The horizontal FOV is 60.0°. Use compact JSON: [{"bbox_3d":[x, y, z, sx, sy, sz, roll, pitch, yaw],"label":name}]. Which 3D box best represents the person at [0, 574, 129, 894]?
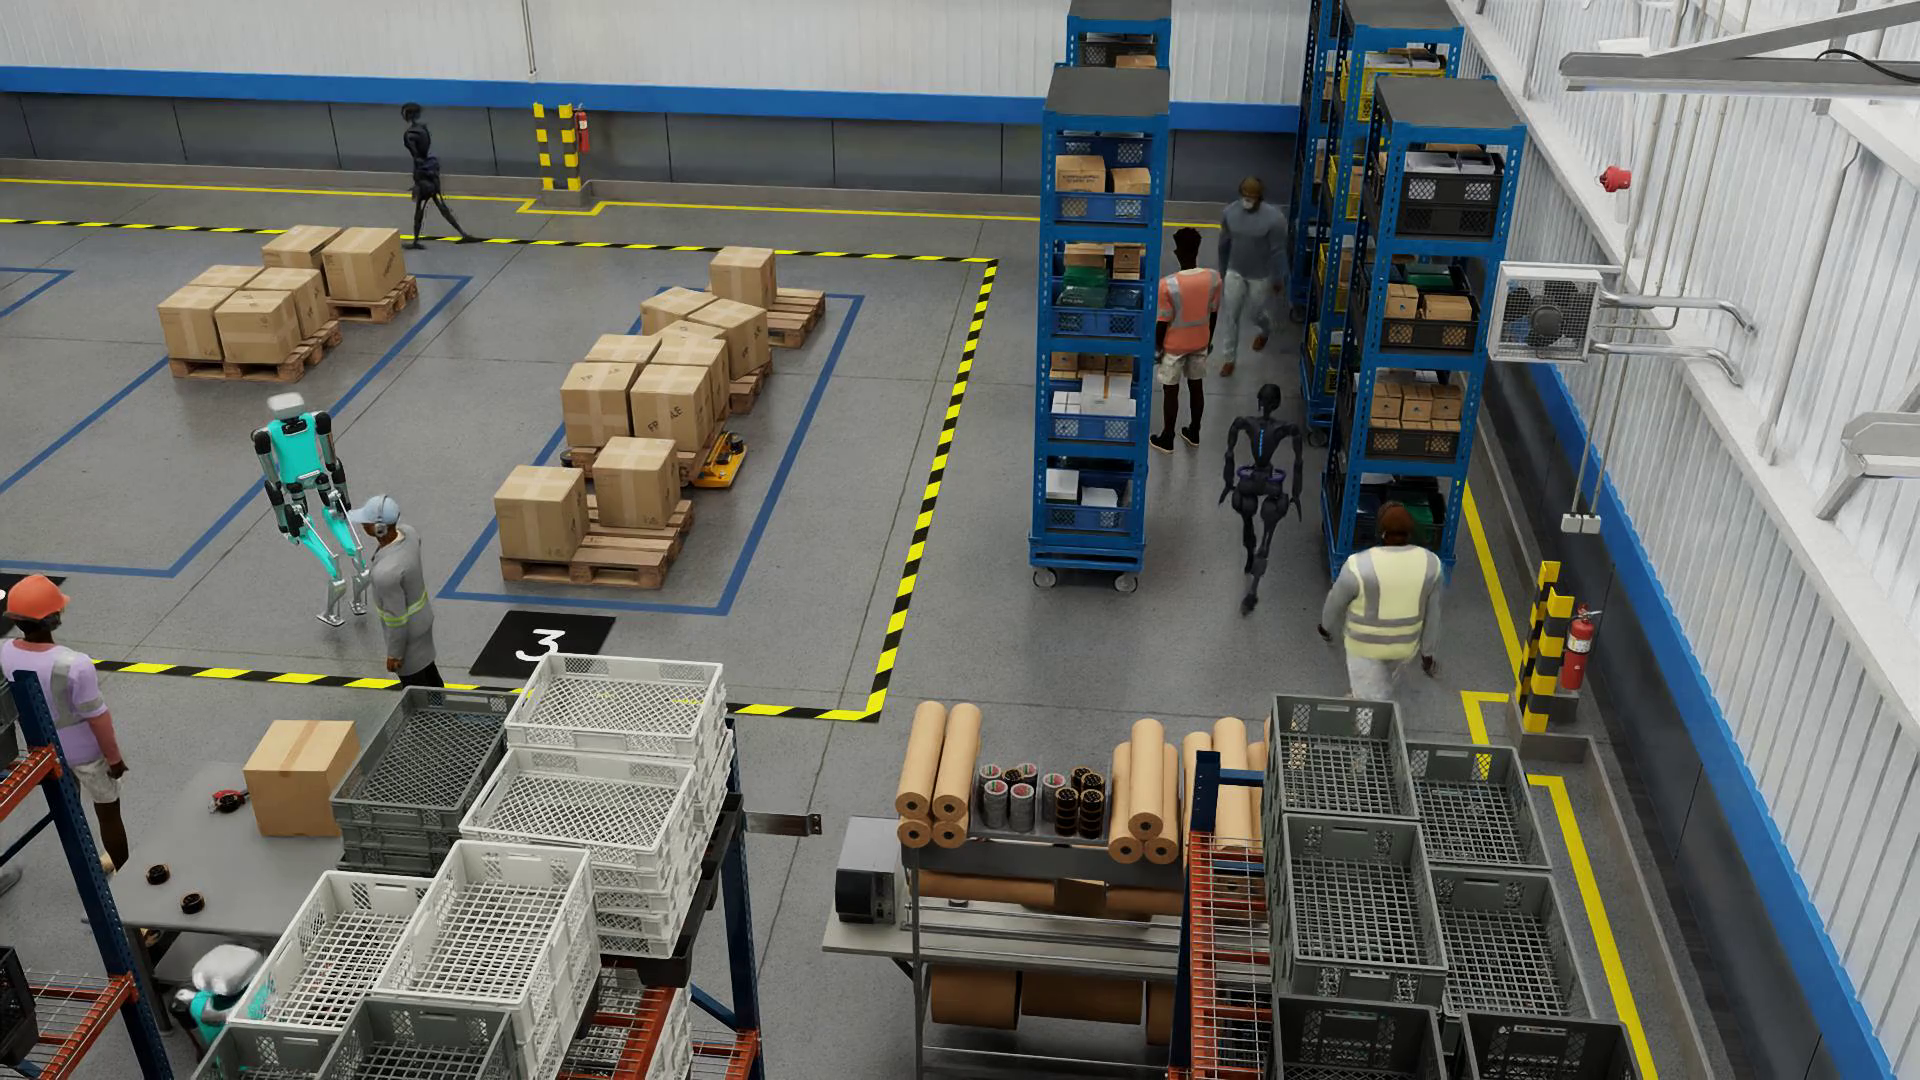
[{"bbox_3d":[-4.822,1.087,9.058,0.601,2.035,0.398,6,31,11],"label":"person"}]

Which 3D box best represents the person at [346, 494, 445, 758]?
[{"bbox_3d":[-3.408,0.539,10.174,0.368,1.852,0.589,-2,30,-4],"label":"person"}]

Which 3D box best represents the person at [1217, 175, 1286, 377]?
[{"bbox_3d":[2.692,-2.482,15.310,0.656,1.909,0.695,17,34,27],"label":"person"}]

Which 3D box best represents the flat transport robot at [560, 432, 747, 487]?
[{"bbox_3d":[-2.554,-0.707,13.861,1.431,0.197,0.652,3,30,6],"label":"flat transport robot"}]

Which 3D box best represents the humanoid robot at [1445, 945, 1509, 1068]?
[{"bbox_3d":[2.152,2.271,7.384,0.610,1.640,0.385,4,30,6],"label":"humanoid robot"}]

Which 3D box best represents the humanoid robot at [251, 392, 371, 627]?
[{"bbox_3d":[-4.332,-0.149,11.337,0.533,1.677,0.735,-25,38,-36],"label":"humanoid robot"}]

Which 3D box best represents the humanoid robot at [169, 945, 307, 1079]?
[{"bbox_3d":[-2.879,2.342,7.178,0.551,1.756,0.924,5,31,9],"label":"humanoid robot"}]

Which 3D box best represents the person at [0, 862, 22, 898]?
[{"bbox_3d":[-5.645,1.174,8.987,0.604,1.948,0.398,-2,30,-4],"label":"person"}]

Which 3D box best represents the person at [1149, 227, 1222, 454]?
[{"bbox_3d":[1.856,-1.650,13.824,0.602,1.963,0.368,-13,33,-21],"label":"person"}]

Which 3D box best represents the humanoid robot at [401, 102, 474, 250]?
[{"bbox_3d":[-5.817,-3.967,18.133,0.780,1.629,0.597,-2,30,-4],"label":"humanoid robot"}]

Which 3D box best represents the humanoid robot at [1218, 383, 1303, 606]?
[{"bbox_3d":[2.156,-0.353,11.933,0.612,1.634,0.780,10,32,17],"label":"humanoid robot"}]

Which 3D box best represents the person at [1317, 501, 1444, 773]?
[{"bbox_3d":[2.523,0.574,10.175,0.622,1.791,0.940,-7,31,-12],"label":"person"}]

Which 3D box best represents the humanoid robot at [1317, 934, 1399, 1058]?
[{"bbox_3d":[1.953,2.205,7.504,0.818,1.844,0.551,-21,36,-32],"label":"humanoid robot"}]
